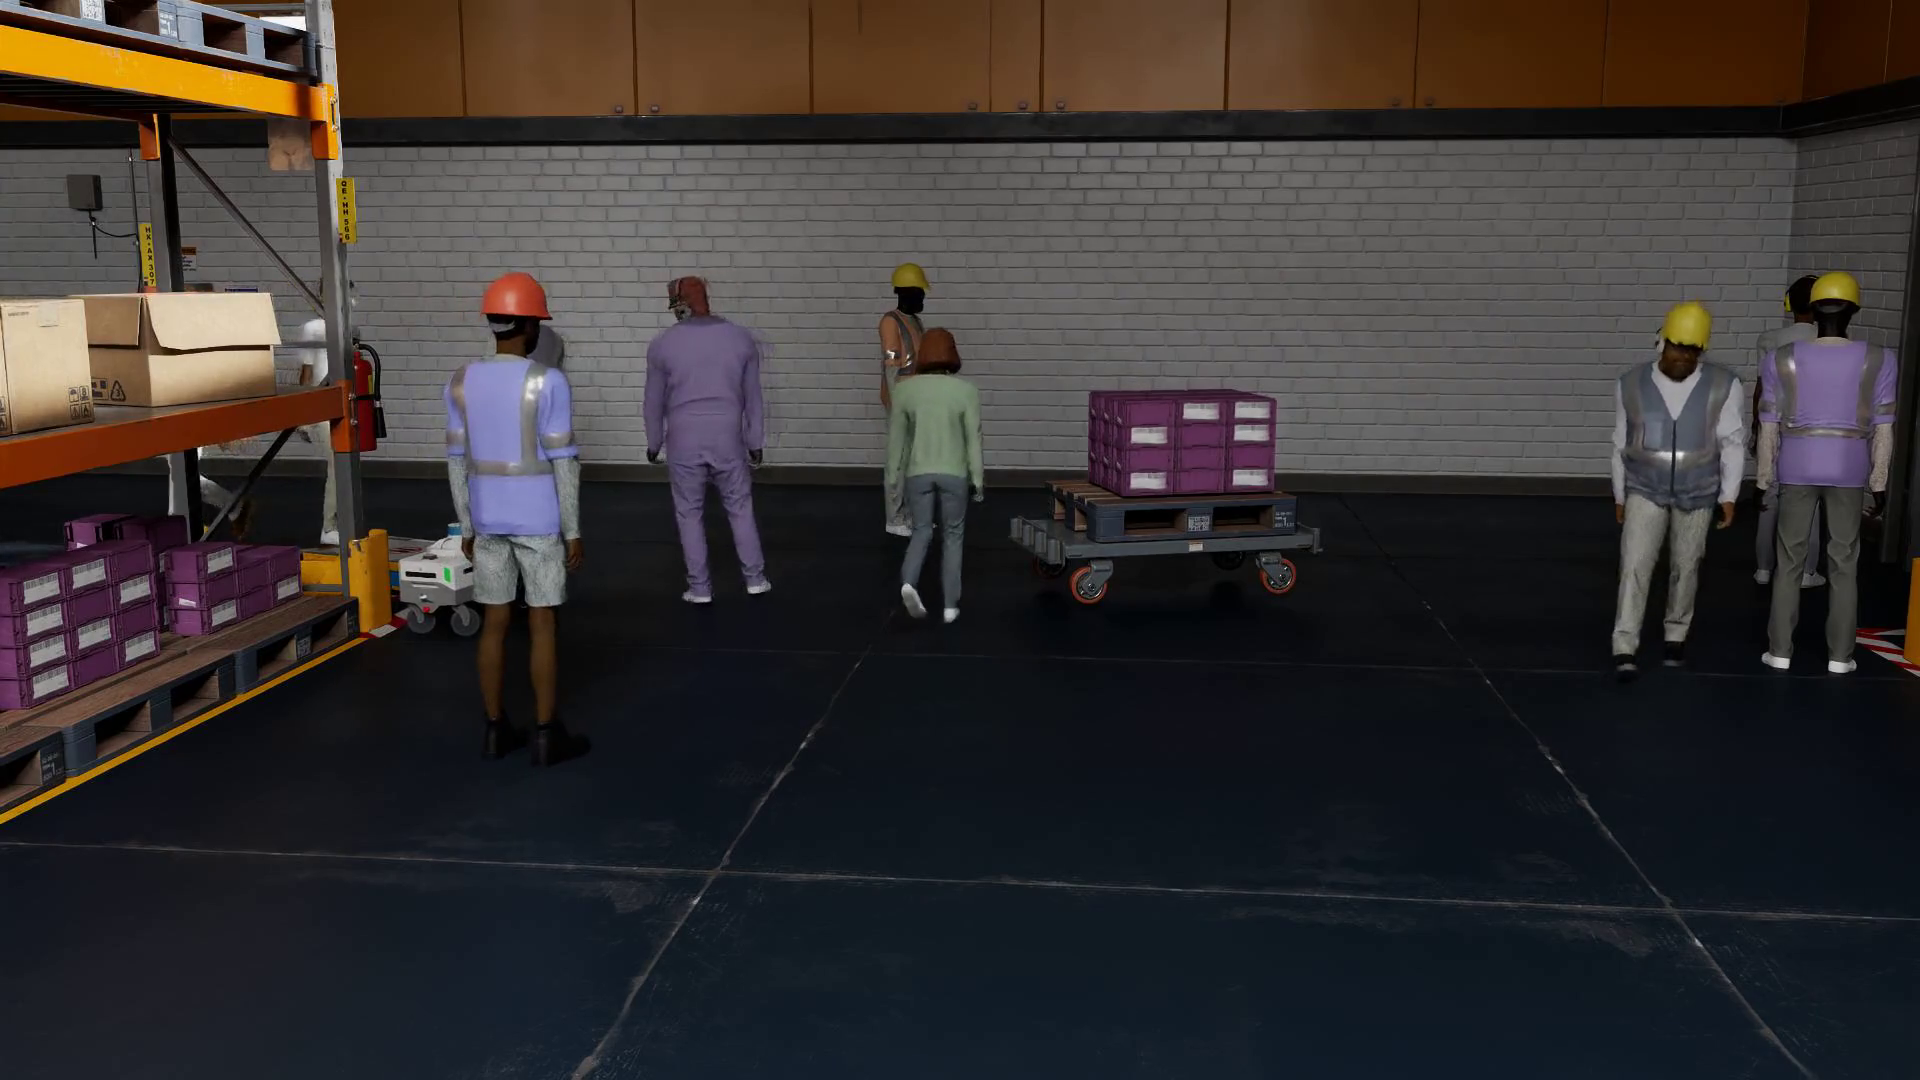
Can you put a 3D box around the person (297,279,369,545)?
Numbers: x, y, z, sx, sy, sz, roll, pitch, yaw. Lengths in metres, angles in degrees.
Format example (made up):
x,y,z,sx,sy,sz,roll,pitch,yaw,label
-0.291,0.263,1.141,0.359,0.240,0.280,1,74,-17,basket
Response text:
x,y,z,sx,sy,sz,roll,pitch,yaw,label
-4.125,-0.854,11.249,0.692,1.844,0.545,4,11,20,person

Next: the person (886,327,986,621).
x,y,z,sx,sy,sz,roll,pitch,yaw,label
-0.145,-0.332,8.931,0.544,1.611,0.503,2,10,12,person

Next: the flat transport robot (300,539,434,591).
x,y,z,sx,sy,sz,roll,pitch,yaw,label
-3.259,0.160,9.961,1.431,0.197,0.652,5,11,26,flat transport robot

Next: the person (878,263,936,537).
x,y,z,sx,sy,sz,roll,pitch,yaw,label
-0.375,-0.995,11.827,0.360,1.930,0.587,3,10,17,person

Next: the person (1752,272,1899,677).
x,y,z,sx,sy,sz,roll,pitch,yaw,label
4.098,-0.307,7.923,0.585,1.917,0.382,5,11,25,person

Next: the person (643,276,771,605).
x,y,z,sx,sy,sz,roll,pitch,yaw,label
-1.406,-0.562,9.530,0.801,1.873,0.398,-3,10,-19,person

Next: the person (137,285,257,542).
x,y,z,sx,sy,sz,roll,pitch,yaw,label
-4.935,-0.750,10.722,0.599,1.841,0.909,4,11,23,person

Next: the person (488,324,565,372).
x,y,z,sx,sy,sz,roll,pitch,yaw,label
-3.063,-0.881,11.595,0.607,1.777,0.801,-9,13,-42,person

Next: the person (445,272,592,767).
x,y,z,sx,sy,sz,roll,pitch,yaw,label
-1.727,-0.080,6.573,0.551,1.933,0.377,3,10,18,person

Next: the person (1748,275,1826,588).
x,y,z,sx,sy,sz,roll,pitch,yaw,label
5.024,-0.646,9.998,0.514,1.873,0.329,7,12,35,person

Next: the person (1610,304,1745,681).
x,y,z,sx,sy,sz,roll,pitch,yaw,label
3.363,-0.220,7.845,0.582,1.768,0.898,4,11,22,person

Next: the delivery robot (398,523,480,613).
x,y,z,sx,sy,sz,roll,pitch,yaw,label
-2.687,0.152,8.925,0.477,0.478,0.707,3,10,17,delivery robot
